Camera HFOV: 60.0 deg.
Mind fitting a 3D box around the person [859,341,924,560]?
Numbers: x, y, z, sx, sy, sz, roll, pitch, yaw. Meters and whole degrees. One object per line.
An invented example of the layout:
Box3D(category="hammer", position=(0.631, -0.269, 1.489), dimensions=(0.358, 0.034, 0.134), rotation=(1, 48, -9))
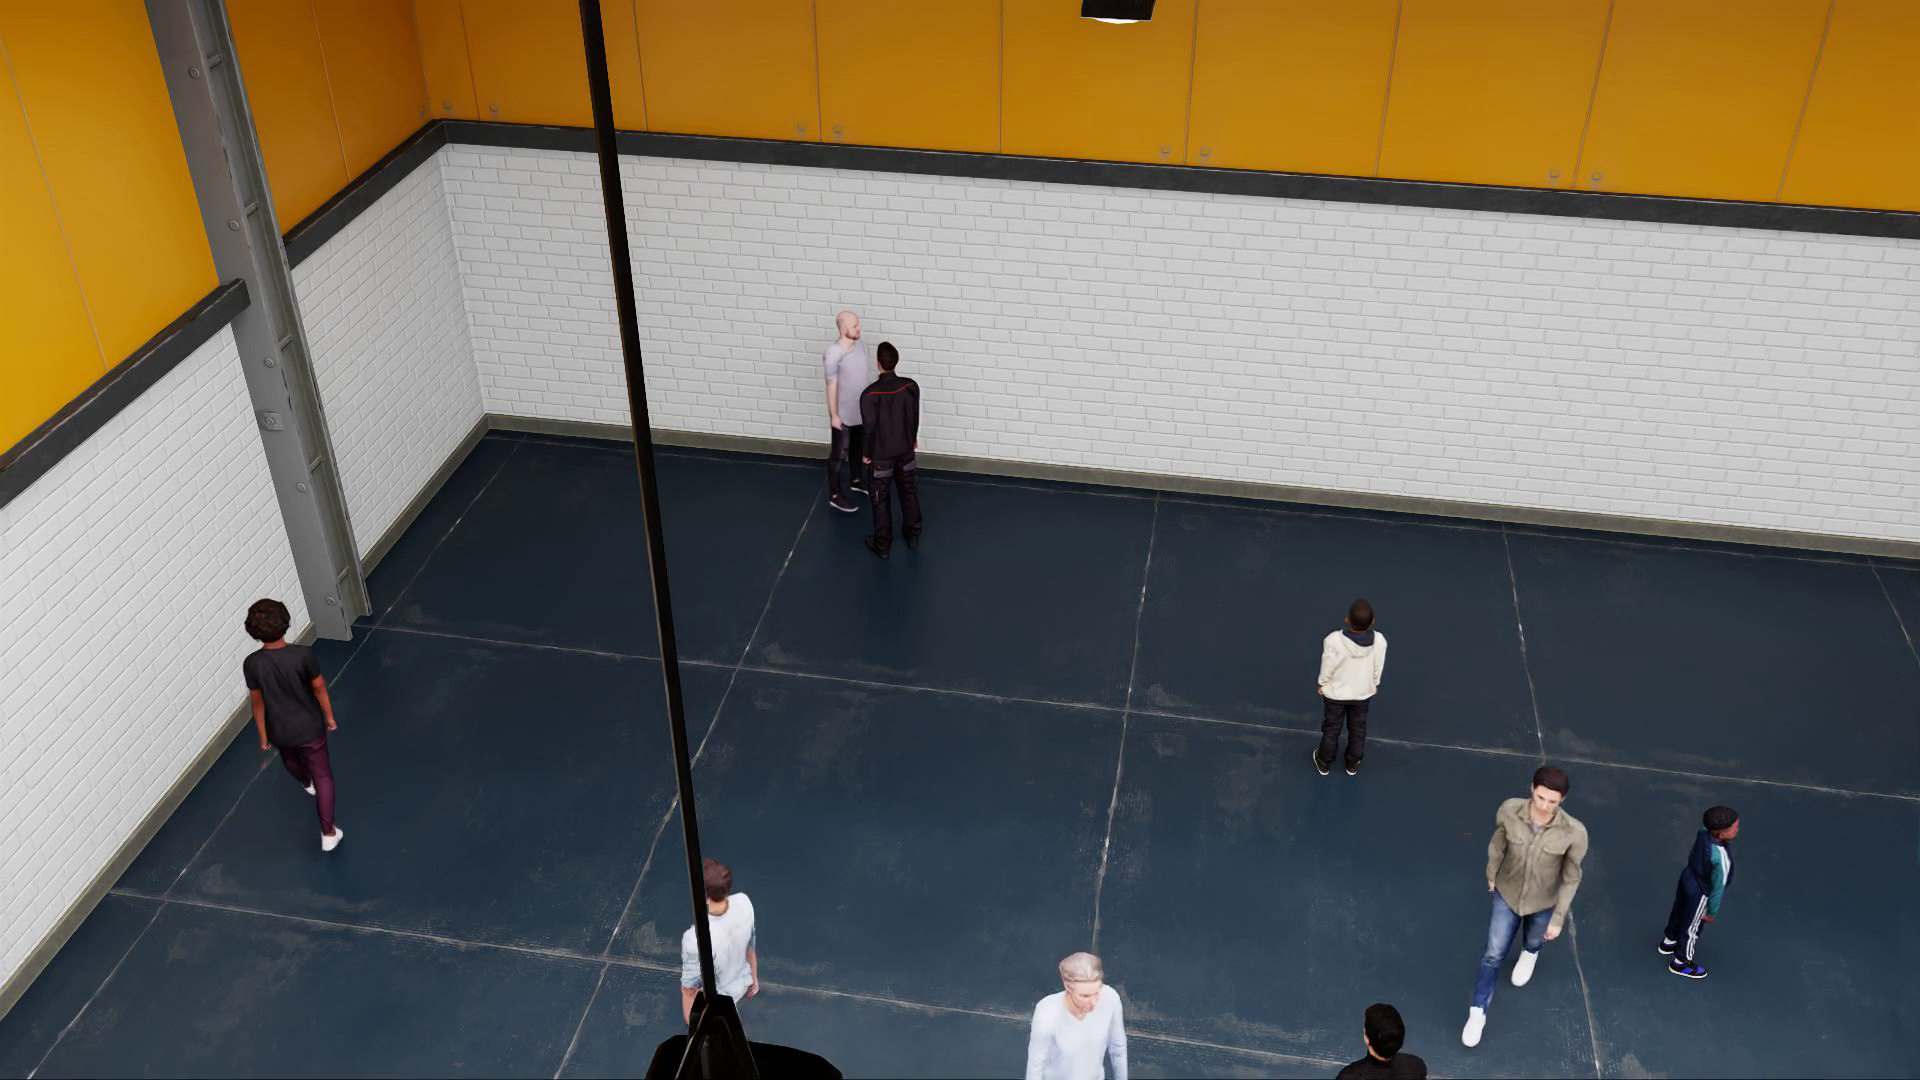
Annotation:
Box3D(category="person", position=(-0.577, -0.743, 13.698), dimensions=(0.771, 1.911, 0.801), rotation=(-17, 37, -23))

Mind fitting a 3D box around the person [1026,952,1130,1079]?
Box3D(category="person", position=(0.522, 2.728, 8.503), dimensions=(0.870, 1.880, 0.919), rotation=(-15, 36, -21))

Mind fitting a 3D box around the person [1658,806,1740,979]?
Box3D(category="person", position=(4.464, 2.089, 10.029), dimensions=(0.575, 1.255, 0.438), rotation=(2, 34, 3))

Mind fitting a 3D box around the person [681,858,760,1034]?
Box3D(category="person", position=(-1.222, 2.484, 8.930), dimensions=(1.040, 1.815, 1.189), rotation=(21, 39, 29))

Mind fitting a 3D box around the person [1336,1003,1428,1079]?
Box3D(category="person", position=(2.065, 3.000, 8.254), dimensions=(0.824, 1.704, 1.035), rotation=(-5, 34, -7))

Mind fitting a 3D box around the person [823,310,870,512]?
Box3D(category="person", position=(-0.966, -1.147, 14.375), dimensions=(0.805, 1.834, 0.659), rotation=(18, 38, 25))

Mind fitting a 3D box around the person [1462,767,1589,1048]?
Box3D(category="person", position=(3.335, 2.003, 9.636), dimensions=(0.949, 1.834, 1.243), rotation=(19, 38, 26))

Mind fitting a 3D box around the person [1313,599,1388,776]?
Box3D(category="person", position=(2.683, 1.018, 11.458), dimensions=(0.601, 1.458, 0.556), rotation=(1, 34, 2))

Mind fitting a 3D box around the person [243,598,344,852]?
Box3D(category="person", position=(-4.349, 1.237, 10.868), dimensions=(0.951, 1.746, 1.240), rotation=(-8, 34, -12))
